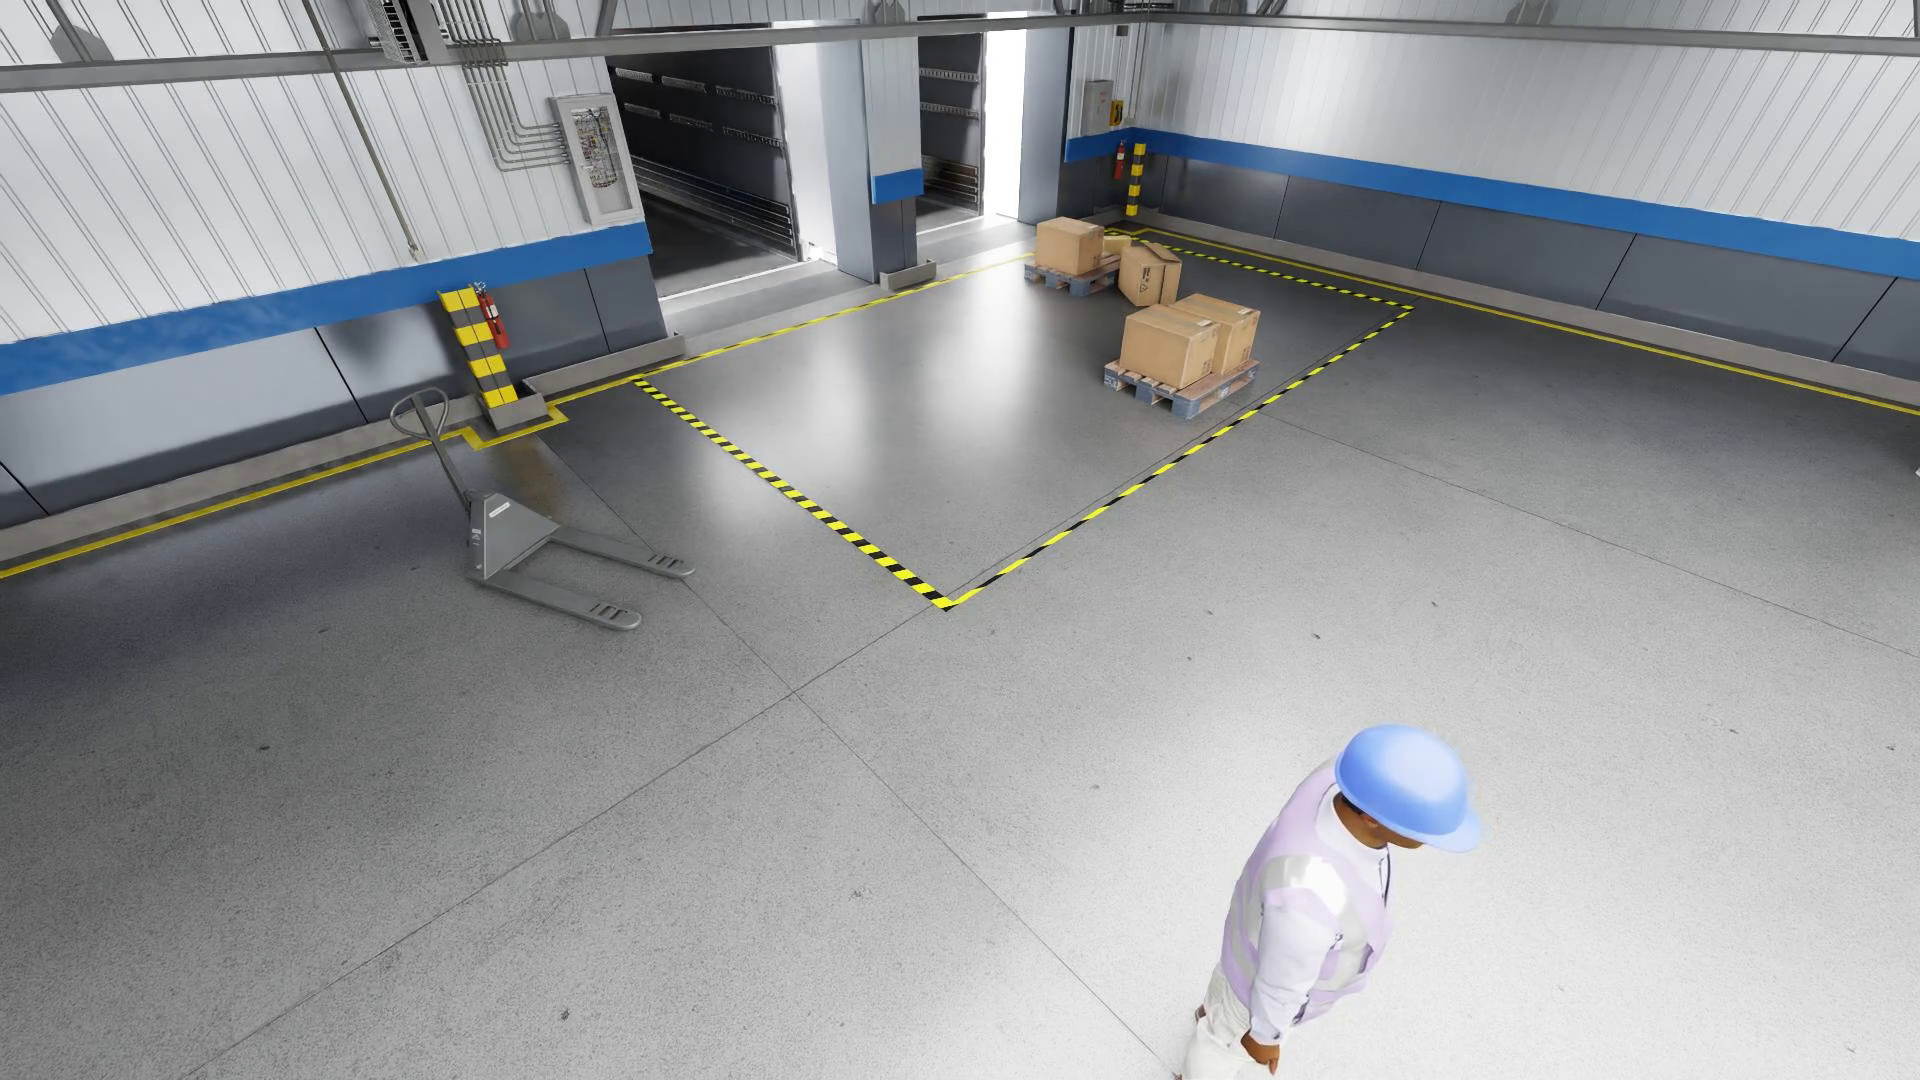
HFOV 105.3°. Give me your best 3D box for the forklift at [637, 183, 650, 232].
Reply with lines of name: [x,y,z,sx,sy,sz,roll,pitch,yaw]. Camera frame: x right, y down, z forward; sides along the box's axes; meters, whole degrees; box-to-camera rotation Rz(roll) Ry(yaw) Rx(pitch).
forklift: [-5.351,-5.584,10.843,0.716,2.013,0.776,-30,47,-33]

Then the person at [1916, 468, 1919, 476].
person: [7.932,-1.151,5.349,0.483,1.744,0.303,3,38,4]

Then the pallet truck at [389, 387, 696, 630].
pallet truck: [-2.613,-0.247,4.593,1.601,1.201,0.680,14,40,17]

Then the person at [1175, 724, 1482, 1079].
person: [0.959,1.197,2.145,0.381,1.948,0.600,23,43,27]
